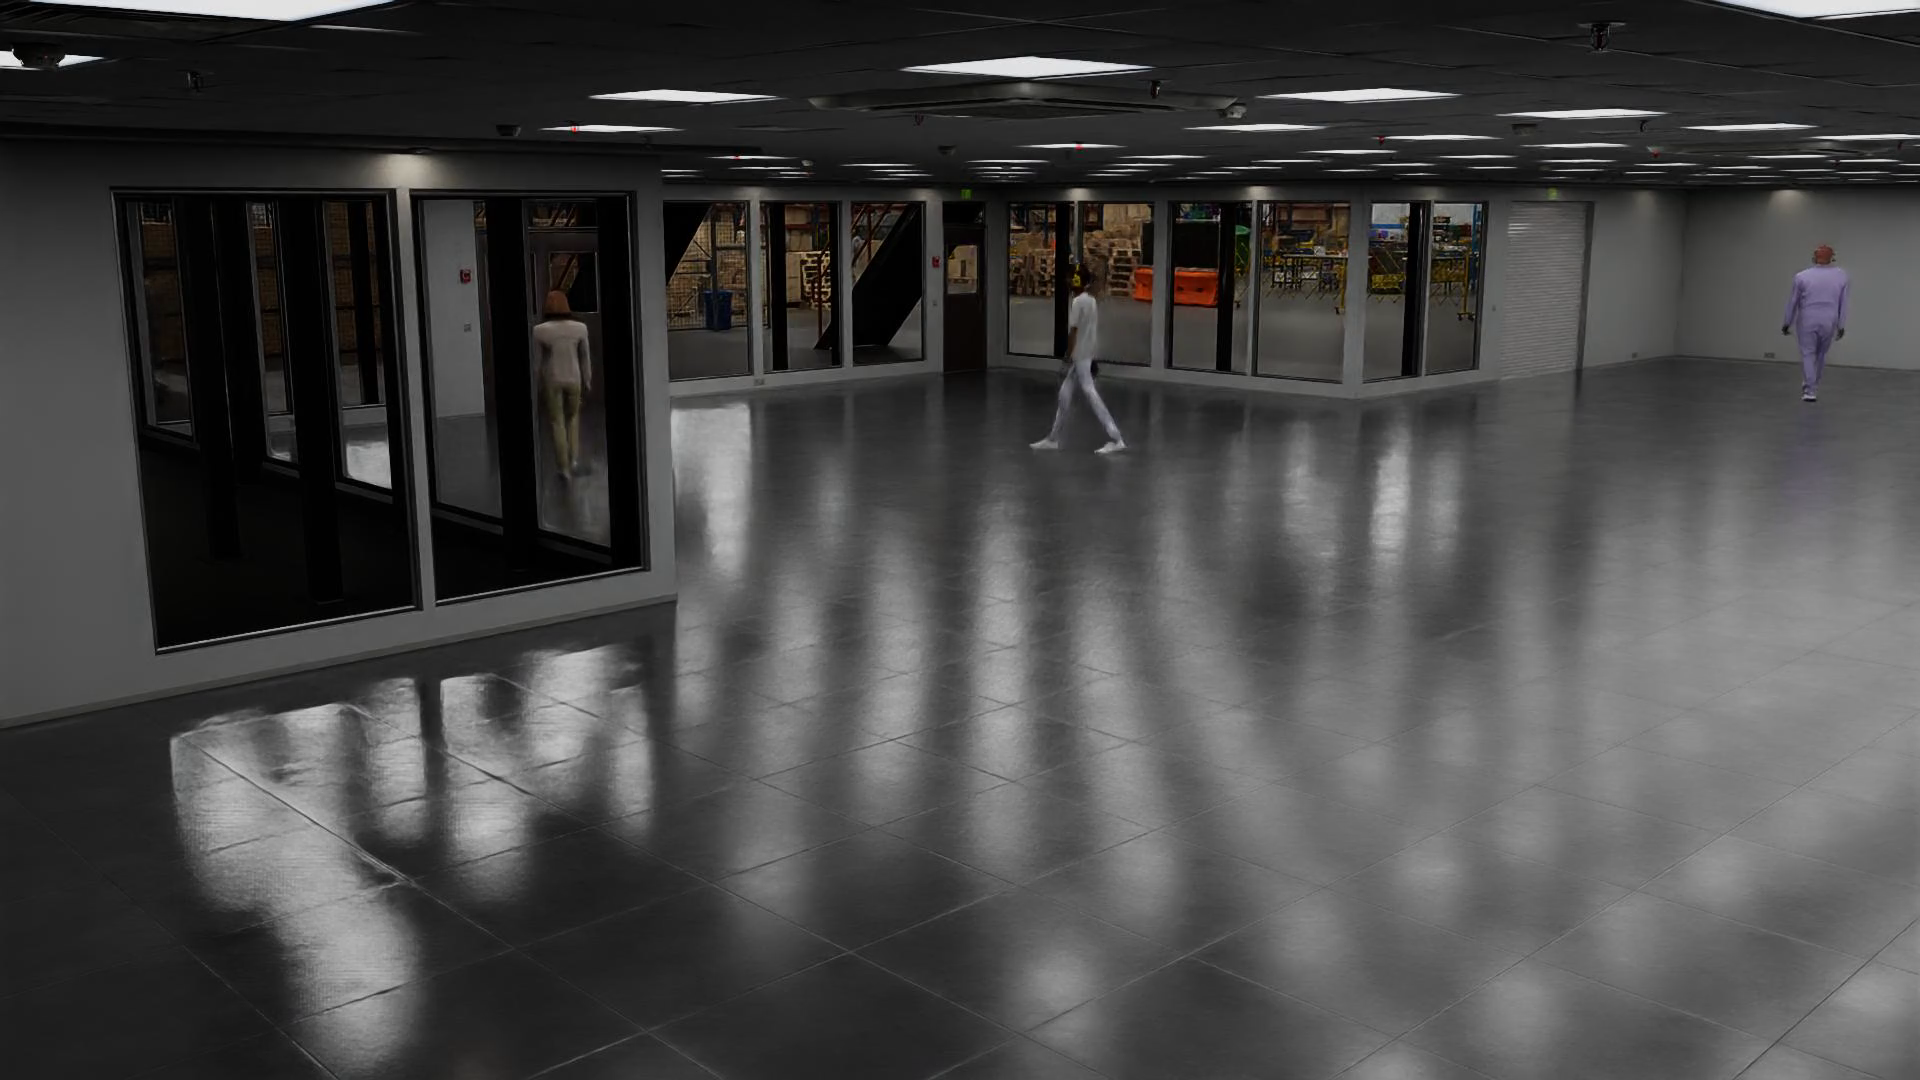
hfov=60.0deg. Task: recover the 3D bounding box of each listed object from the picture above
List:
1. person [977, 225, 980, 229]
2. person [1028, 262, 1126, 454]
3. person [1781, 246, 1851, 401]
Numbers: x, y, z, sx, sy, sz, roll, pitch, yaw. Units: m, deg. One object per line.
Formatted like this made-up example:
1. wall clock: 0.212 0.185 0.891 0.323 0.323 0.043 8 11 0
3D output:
1. person: 0.583 -7.720 45.365 0.709 2.020 0.417 -3 12 -16
2. person: 1.156 -1.721 15.822 0.967 1.827 0.538 3 12 16
3. person: 10.440 -2.651 20.348 0.664 1.856 0.979 2 12 11
